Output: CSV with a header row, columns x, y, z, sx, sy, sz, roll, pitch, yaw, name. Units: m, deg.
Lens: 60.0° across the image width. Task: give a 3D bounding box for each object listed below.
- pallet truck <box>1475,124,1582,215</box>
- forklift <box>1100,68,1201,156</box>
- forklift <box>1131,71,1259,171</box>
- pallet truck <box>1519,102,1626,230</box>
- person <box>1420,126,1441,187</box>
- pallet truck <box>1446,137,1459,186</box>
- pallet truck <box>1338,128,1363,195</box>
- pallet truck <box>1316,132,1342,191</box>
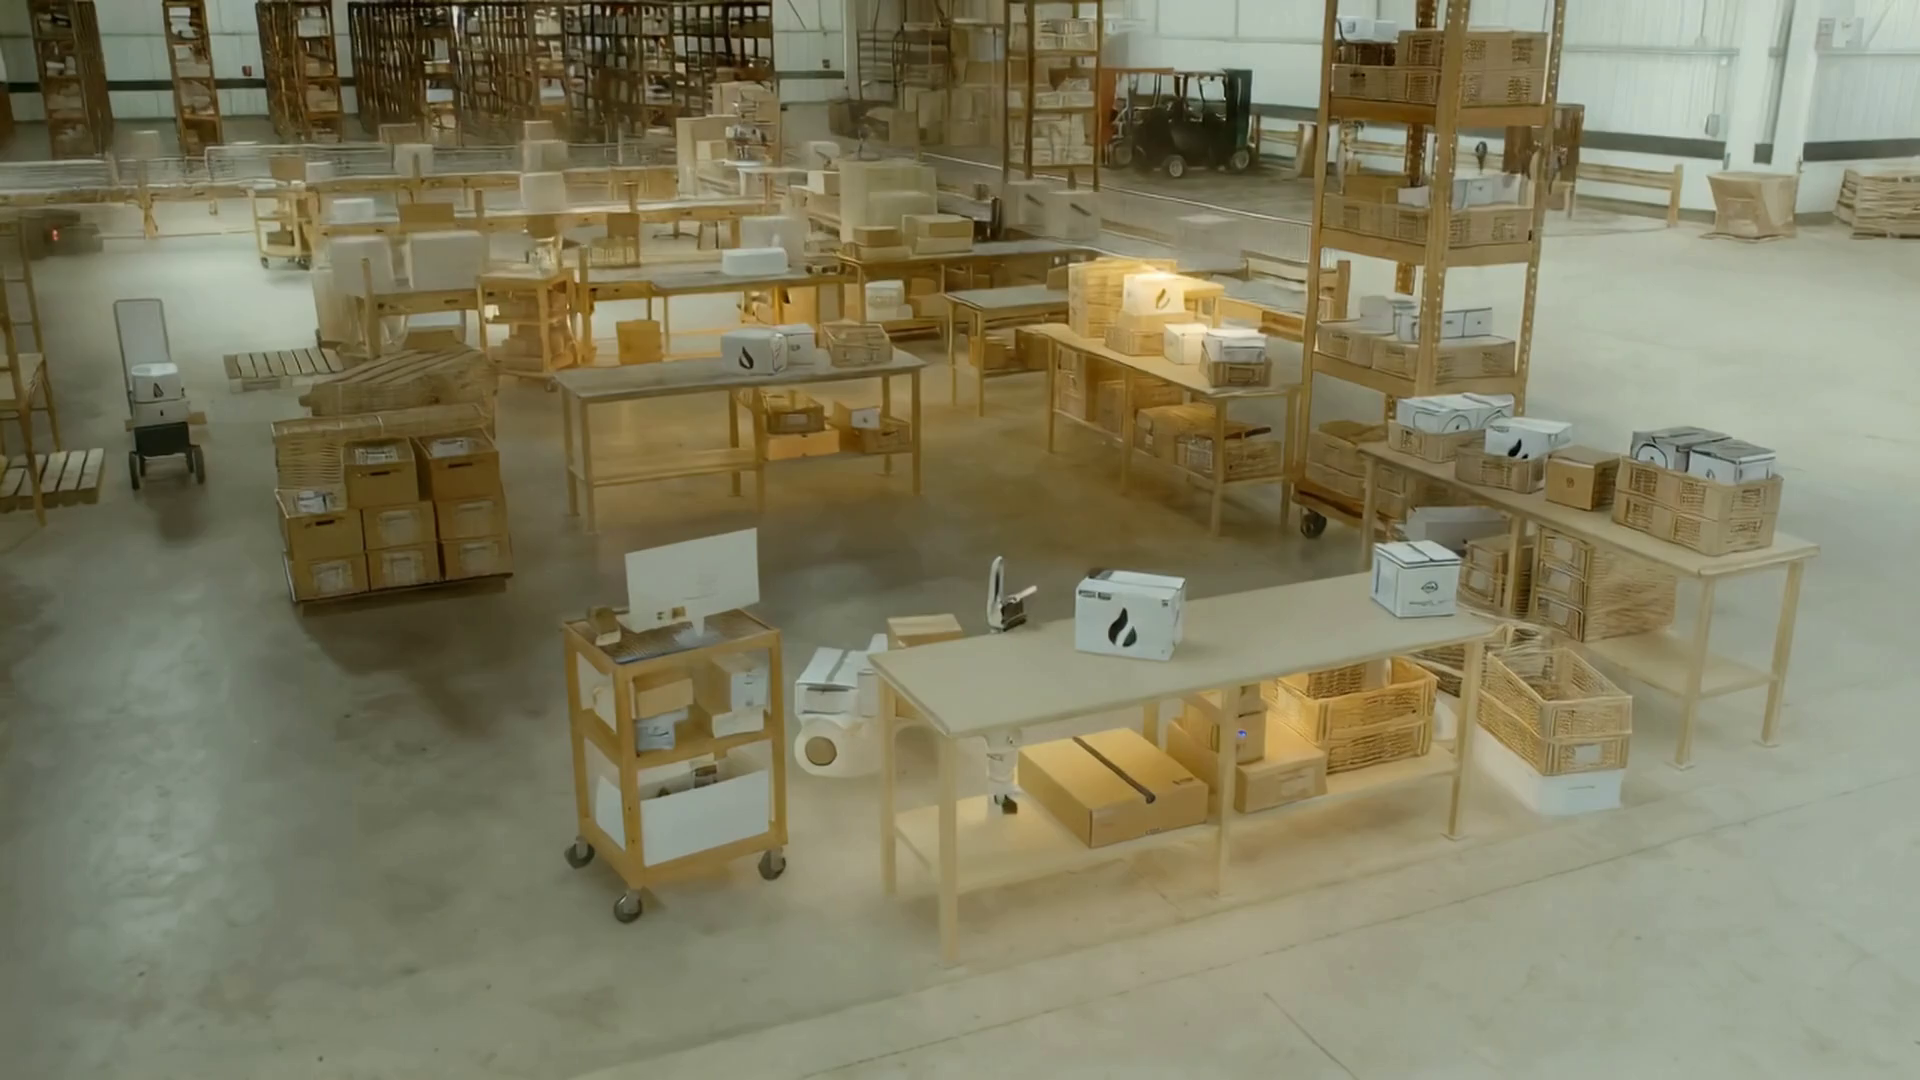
x,y,z,sx,sy,sz,roll,pitch,yaw,name
9.707,-6.455,28.103,1.885,1.965,0.823,-7,19,-20,pallet truck
4.082,-9.564,37.410,2.680,1.987,1.157,-8,19,-23,forklift
4.998,-8.936,35.413,2.680,1.987,1.157,-9,20,-25,forklift
9.972,-6.037,26.785,1.885,1.965,0.823,-9,20,-25,pallet truck
7.219,-5.570,25.287,0.868,2.022,0.621,6,19,19,person
9.184,-6.485,29.328,1.630,1.274,0.653,-8,19,-23,pallet truck
7.845,-7.140,31.411,1.522,1.261,0.704,-9,20,-25,pallet truck
7.723,-7.504,32.656,1.601,1.201,0.680,-8,19,-23,pallet truck
